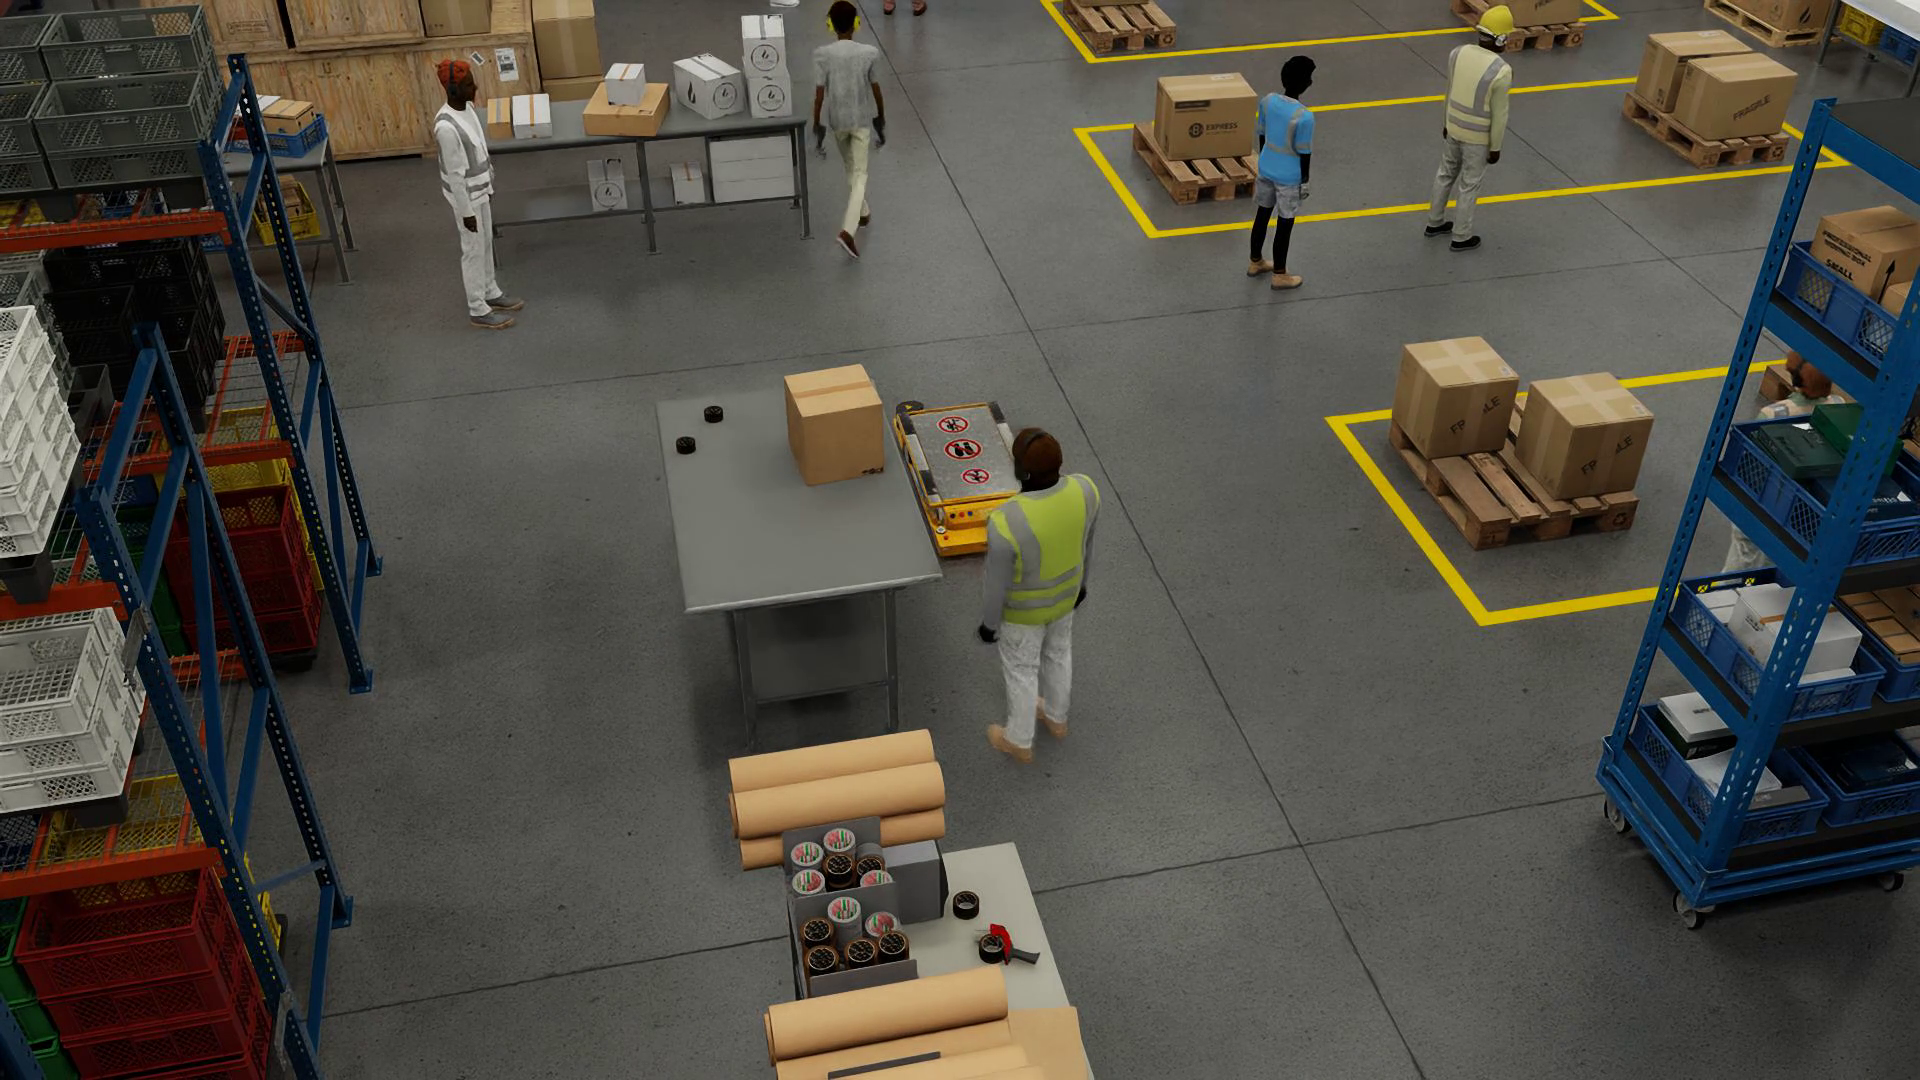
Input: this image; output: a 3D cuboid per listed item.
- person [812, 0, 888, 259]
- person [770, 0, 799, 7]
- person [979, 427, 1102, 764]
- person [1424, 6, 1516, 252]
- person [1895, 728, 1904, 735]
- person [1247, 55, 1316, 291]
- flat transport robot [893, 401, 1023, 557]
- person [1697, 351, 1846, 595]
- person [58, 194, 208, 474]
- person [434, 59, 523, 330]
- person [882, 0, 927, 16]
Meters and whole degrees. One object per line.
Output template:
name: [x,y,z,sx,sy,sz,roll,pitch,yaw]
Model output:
person: [-0.815,-3.057,12.352,0.545,1.822,0.911,2,37,3]
person: [-1.878,-6.372,16.726,0.371,1.916,0.597,-7,37,-10]
person: [0.349,0.269,7.865,0.632,1.840,0.429,-26,44,-31]
person: [3.807,-3.042,12.329,0.403,1.823,0.596,-18,40,-22]
person: [4.680,0.321,7.682,0.623,1.982,0.416,29,45,33]
person: [2.305,-2.614,11.861,0.319,1.692,0.533,-20,41,-25]
flat transport robot: [0.046,-0.430,10.108,0.652,0.197,1.431,-8,37,-10]
person: [4.288,-0.276,8.764,0.513,1.638,0.307,-11,38,-14]
person: [-4.879,-1.151,9.691,0.372,1.940,0.632,29,45,33]
person: [-3.334,-2.359,11.370,0.349,1.878,0.577,1,37,1]
person: [-0.546,-6.173,16.479,0.657,1.901,0.396,5,37,7]
